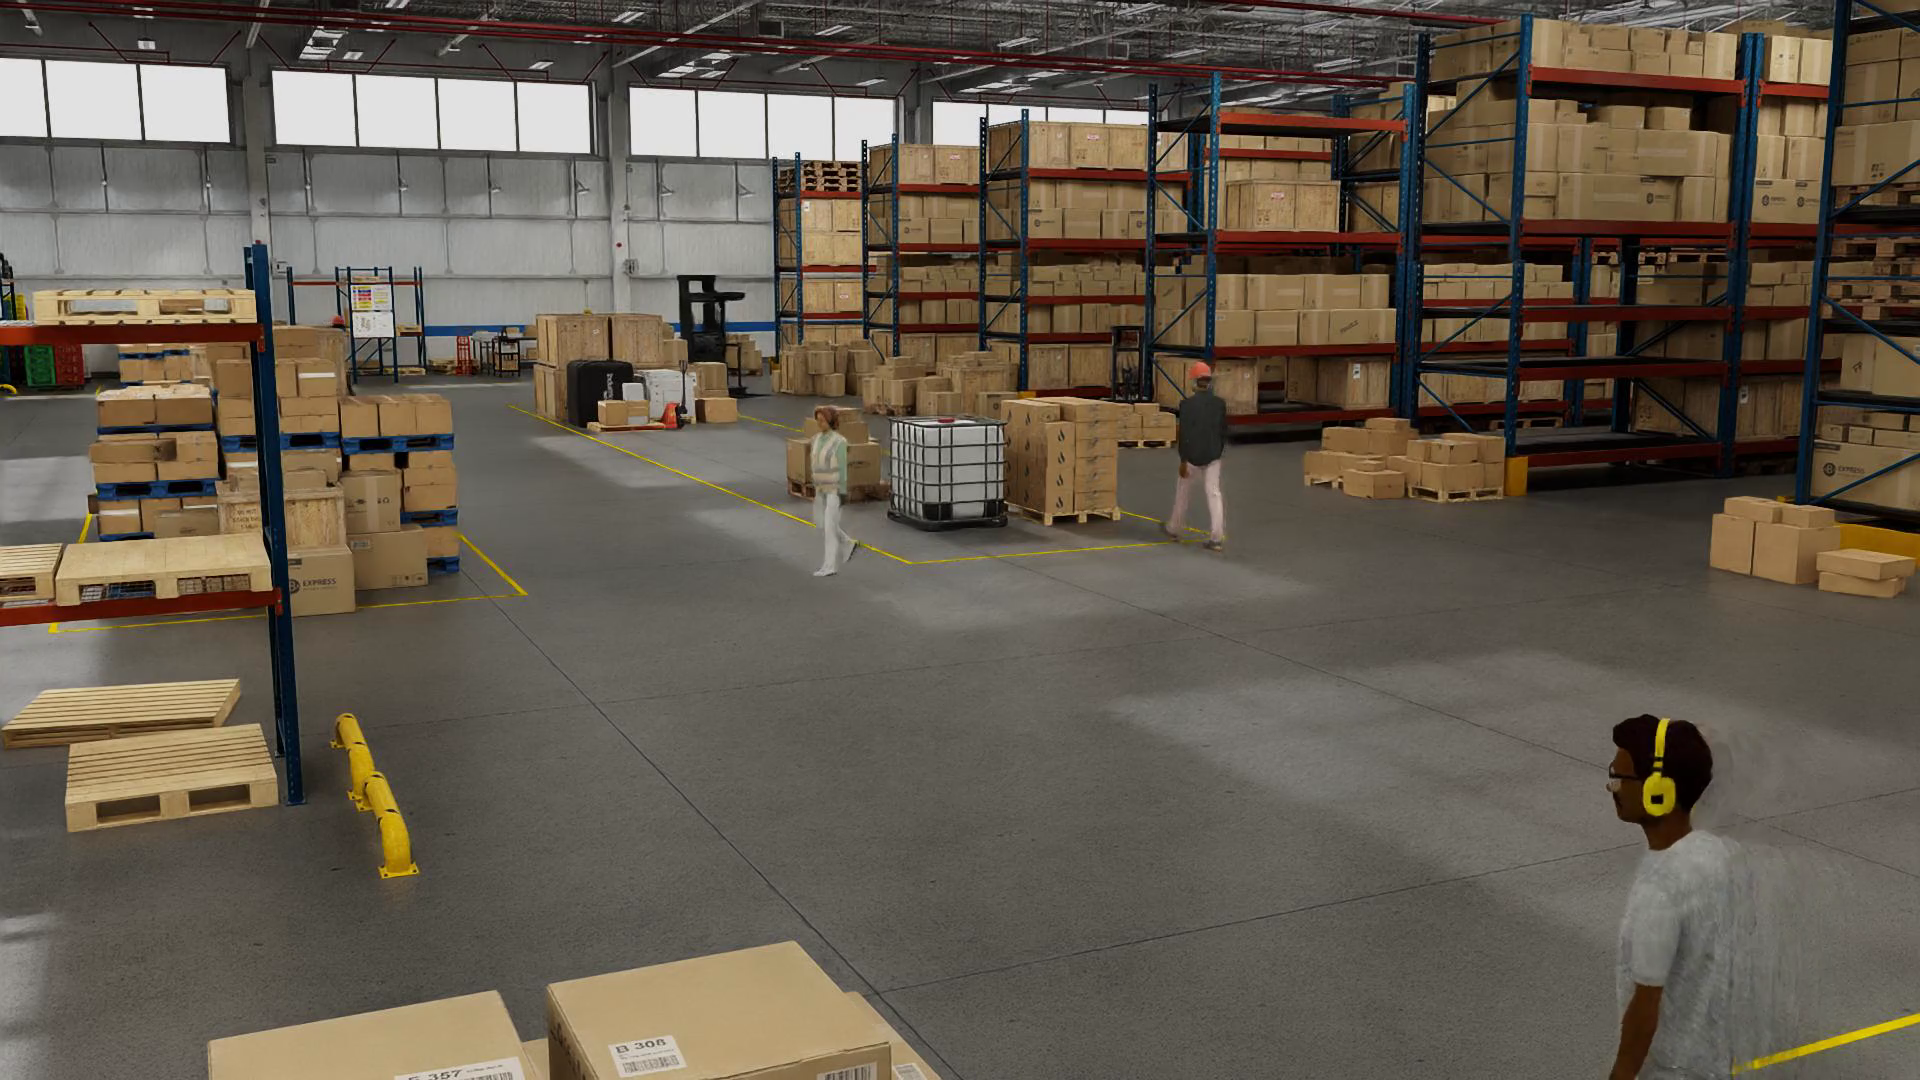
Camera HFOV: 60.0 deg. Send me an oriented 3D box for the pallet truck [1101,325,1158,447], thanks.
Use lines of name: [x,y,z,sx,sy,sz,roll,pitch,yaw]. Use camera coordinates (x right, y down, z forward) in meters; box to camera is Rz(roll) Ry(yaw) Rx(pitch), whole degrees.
pallet truck: [2.881,-2.596,27.923,0.823,1.965,1.885,-1,9,-7]

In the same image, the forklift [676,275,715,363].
forklift: [-6.039,-4.683,38.139,1.873,2.768,1.129,7,11,35]

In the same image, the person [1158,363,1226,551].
person: [2.490,-0.884,17.465,0.657,1.936,1.024,-4,10,-25]

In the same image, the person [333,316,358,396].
person: [-13.718,-4.000,36.949,0.887,1.901,0.571,-1,9,-5]

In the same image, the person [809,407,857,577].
person: [-1.197,-0.472,15.893,0.532,1.626,0.522,-8,12,-41]

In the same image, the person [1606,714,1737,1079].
person: [1.796,1.336,4.084,0.956,1.828,0.535,5,11,30]
